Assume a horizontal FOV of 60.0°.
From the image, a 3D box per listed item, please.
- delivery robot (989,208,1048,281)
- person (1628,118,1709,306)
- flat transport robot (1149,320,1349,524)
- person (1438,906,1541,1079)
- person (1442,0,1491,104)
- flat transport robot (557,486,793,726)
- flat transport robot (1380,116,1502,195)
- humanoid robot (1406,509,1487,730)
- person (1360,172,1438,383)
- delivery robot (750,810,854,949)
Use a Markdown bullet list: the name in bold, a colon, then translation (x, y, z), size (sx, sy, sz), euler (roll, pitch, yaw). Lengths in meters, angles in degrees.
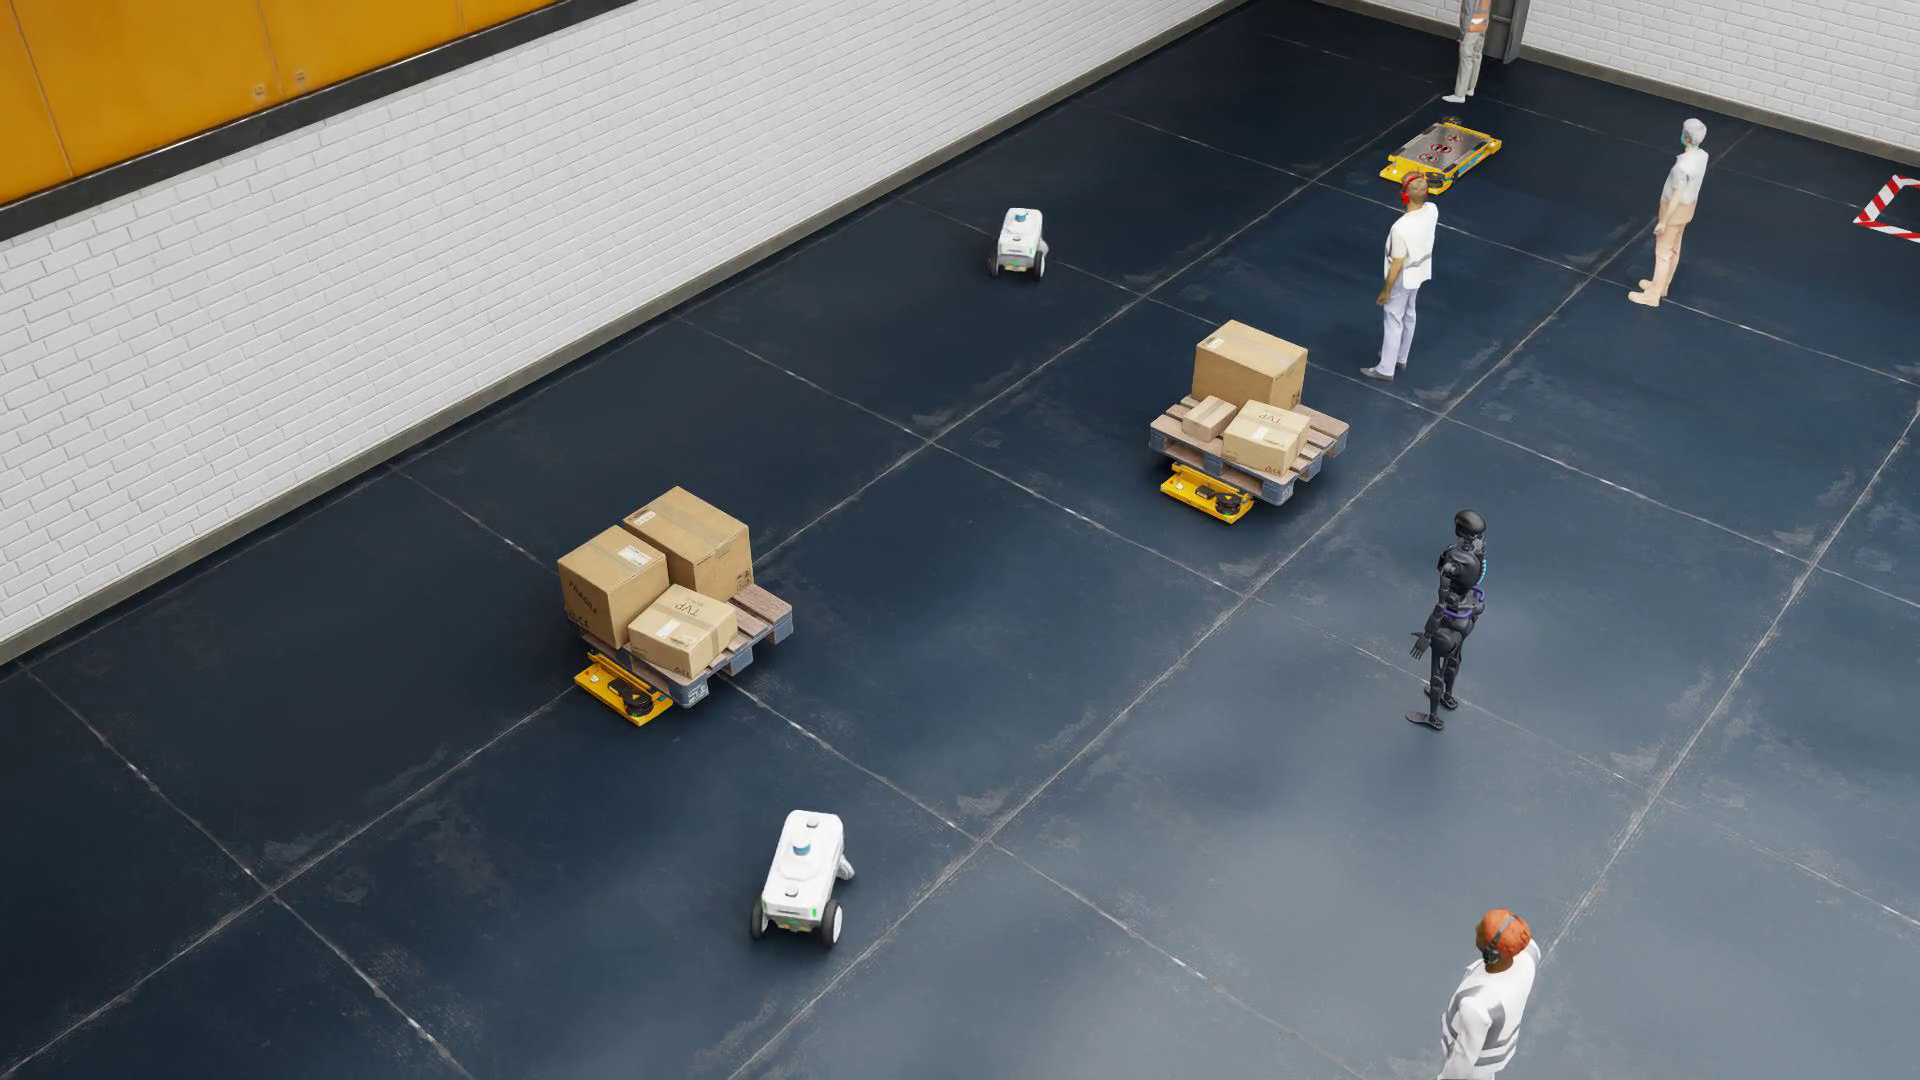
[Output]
- **delivery robot**: translation (0.553, -2.761, 15.500), size (0.499, 0.614, 0.786), euler (6, 39, 7)
- **person**: translation (6.302, -2.889, 14.697), size (0.327, 1.744, 0.482), euler (30, 47, 32)
- **flat transport robot**: translation (2.256, -0.645, 13.087), size (0.659, 0.231, 1.431), euler (28, 46, 30)
- **person**: translation (2.460, 2.427, 7.990), size (0.362, 1.882, 0.574), euler (30, 47, 32)
- **person**: translation (5.579, -5.571, 18.110), size (0.313, 1.636, 0.514), euler (30, 47, 32)
- **flat transport robot**: translation (-1.887, 0.697, 11.421), size (0.659, 0.231, 1.431), euler (28, 46, 30)
- **flat transport robot**: translation (4.999, -3.988, 17.237), size (0.659, 0.231, 1.431), euler (28, 46, 30)
- **humanoid robot**: translation (3.107, 0.494, 10.542), size (0.315, 1.654, 0.599), euler (28, 46, 30)
- **person**: translation (3.651, -2.140, 13.690), size (0.397, 1.840, 0.563), euler (30, 47, 32)
- **delivery robot**: translation (-0.911, 1.973, 9.625), size (0.499, 0.614, 0.786), euler (6, 39, 7)
